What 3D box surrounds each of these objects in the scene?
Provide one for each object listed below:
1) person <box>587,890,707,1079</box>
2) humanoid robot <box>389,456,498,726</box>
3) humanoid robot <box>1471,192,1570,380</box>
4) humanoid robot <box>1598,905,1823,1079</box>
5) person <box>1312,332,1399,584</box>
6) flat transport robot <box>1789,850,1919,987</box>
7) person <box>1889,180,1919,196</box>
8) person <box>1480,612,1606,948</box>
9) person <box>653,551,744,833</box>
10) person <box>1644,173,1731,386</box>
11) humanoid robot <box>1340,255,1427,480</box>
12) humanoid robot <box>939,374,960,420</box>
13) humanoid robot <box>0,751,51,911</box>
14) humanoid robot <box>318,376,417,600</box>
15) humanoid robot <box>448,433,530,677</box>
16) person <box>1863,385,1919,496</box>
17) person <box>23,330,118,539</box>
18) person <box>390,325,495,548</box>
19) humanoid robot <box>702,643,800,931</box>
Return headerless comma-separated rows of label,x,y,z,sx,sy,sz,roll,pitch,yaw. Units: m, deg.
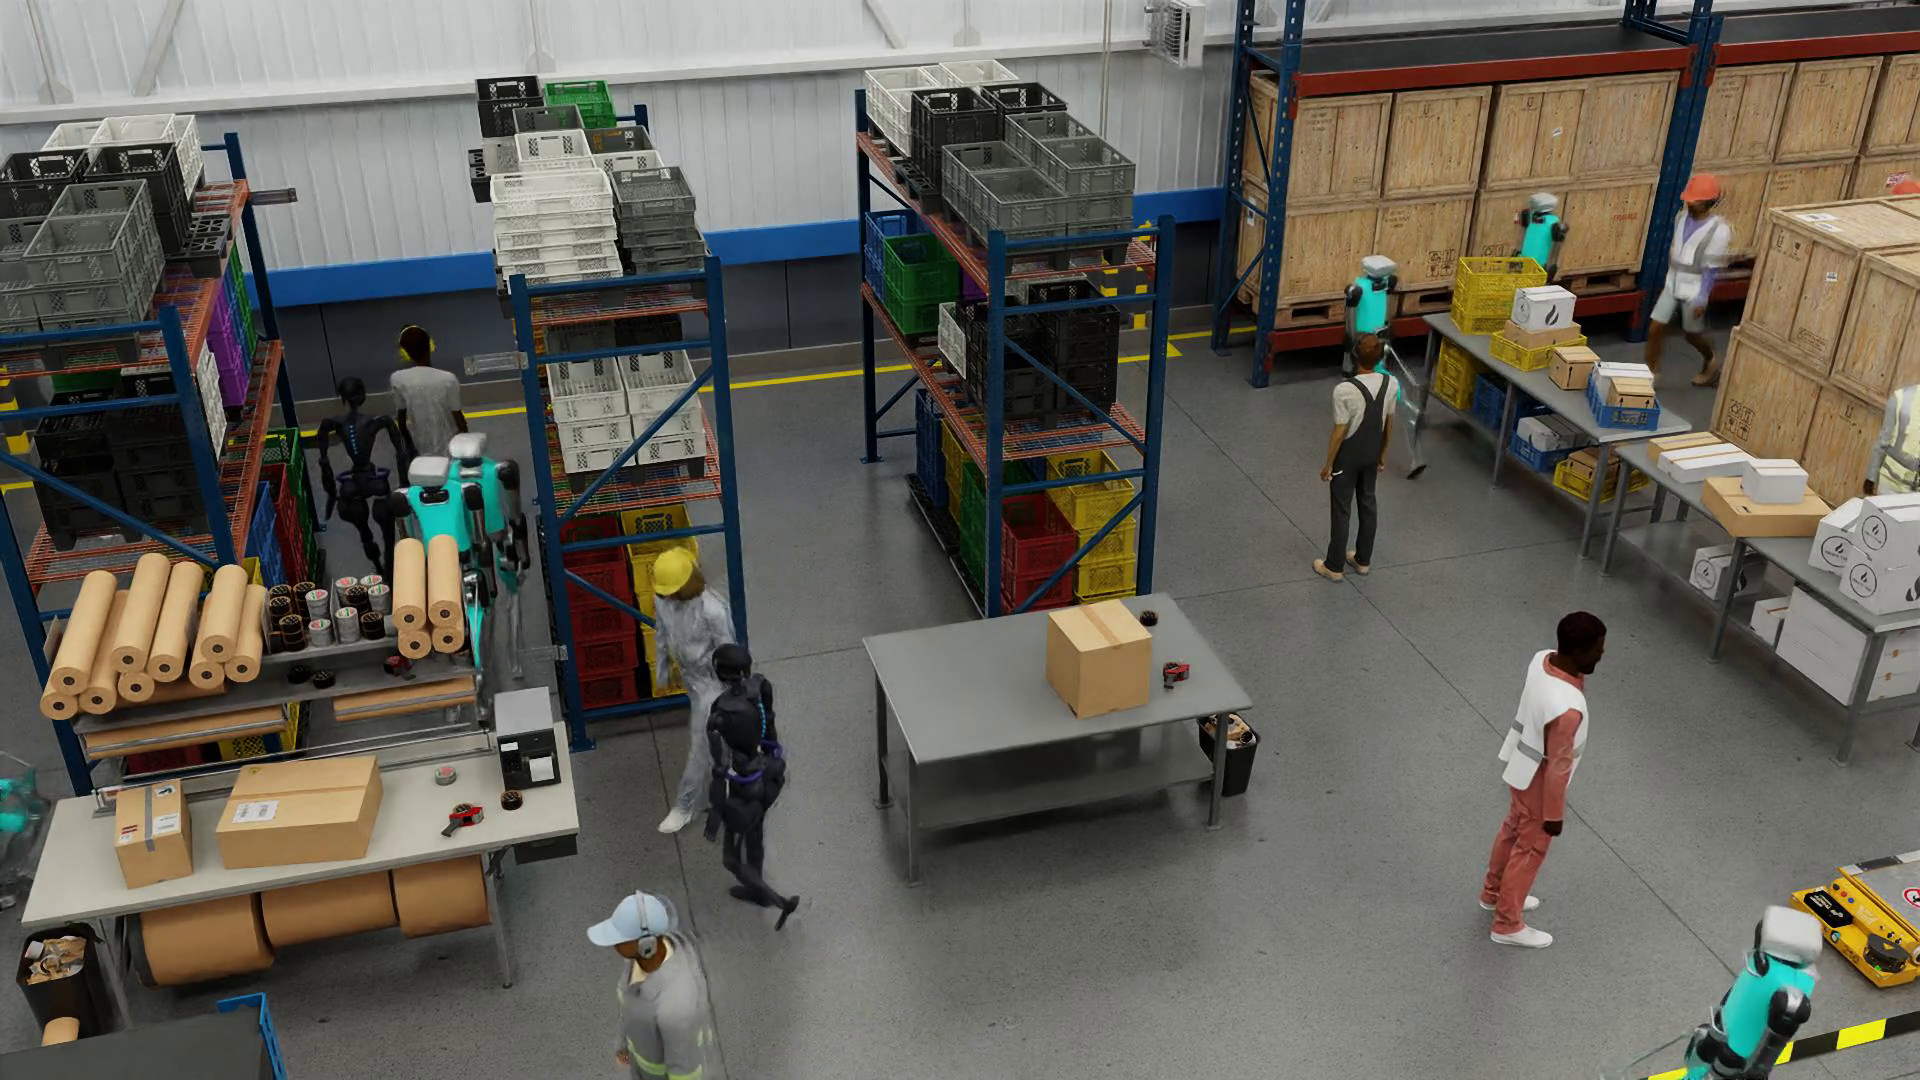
person,-1.225,2.140,6.645,0.432,1.836,0.588,-9,30,-15
humanoid robot,-3.021,0.394,9.858,0.536,1.739,0.704,-5,29,-9
humanoid robot,4.764,-2.133,14.569,1.011,1.768,0.537,-10,30,-18
humanoid robot,2.825,2.189,6.712,0.866,1.809,0.541,8,30,14
person,2.749,-0.566,11.554,0.513,1.843,0.326,-11,31,-19
flat transport robot,5.163,1.916,8.676,1.431,0.231,0.659,-8,30,-14
person,8.018,-2.219,14.521,0.981,1.881,0.564,-2,29,-3
person,2.891,1.189,8.303,0.394,1.910,0.579,4,29,8
person,-1.496,0.795,9.227,0.498,1.679,0.836,20,35,33
person,6.326,-2.197,14.358,0.939,2.006,0.598,-12,31,-21
humanoid robot,3.401,-1.292,12.998,0.531,1.769,0.960,-21,35,-34
humanoid robot,0.186,-1.703,13.829,0.695,1.642,0.589,-2,29,-4
humanoid robot,-5.037,1.163,8.493,0.715,1.749,0.533,-9,30,-16
humanoid robot,-4.018,-0.319,11.292,0.617,1.628,0.629,-4,29,-8
humanoid robot,-2.957,0.082,10.522,0.543,1.814,0.666,-3,29,-6
person,6.479,-0.392,11.257,0.644,1.831,0.492,19,34,30
person,-6.489,-0.890,12.136,0.499,1.858,0.336,15,32,26
person,-3.642,-0.689,11.782,0.545,1.840,0.570,3,29,5
humanoid robot,-1.014,1.242,8.441,0.505,1.638,0.610,13,31,23
